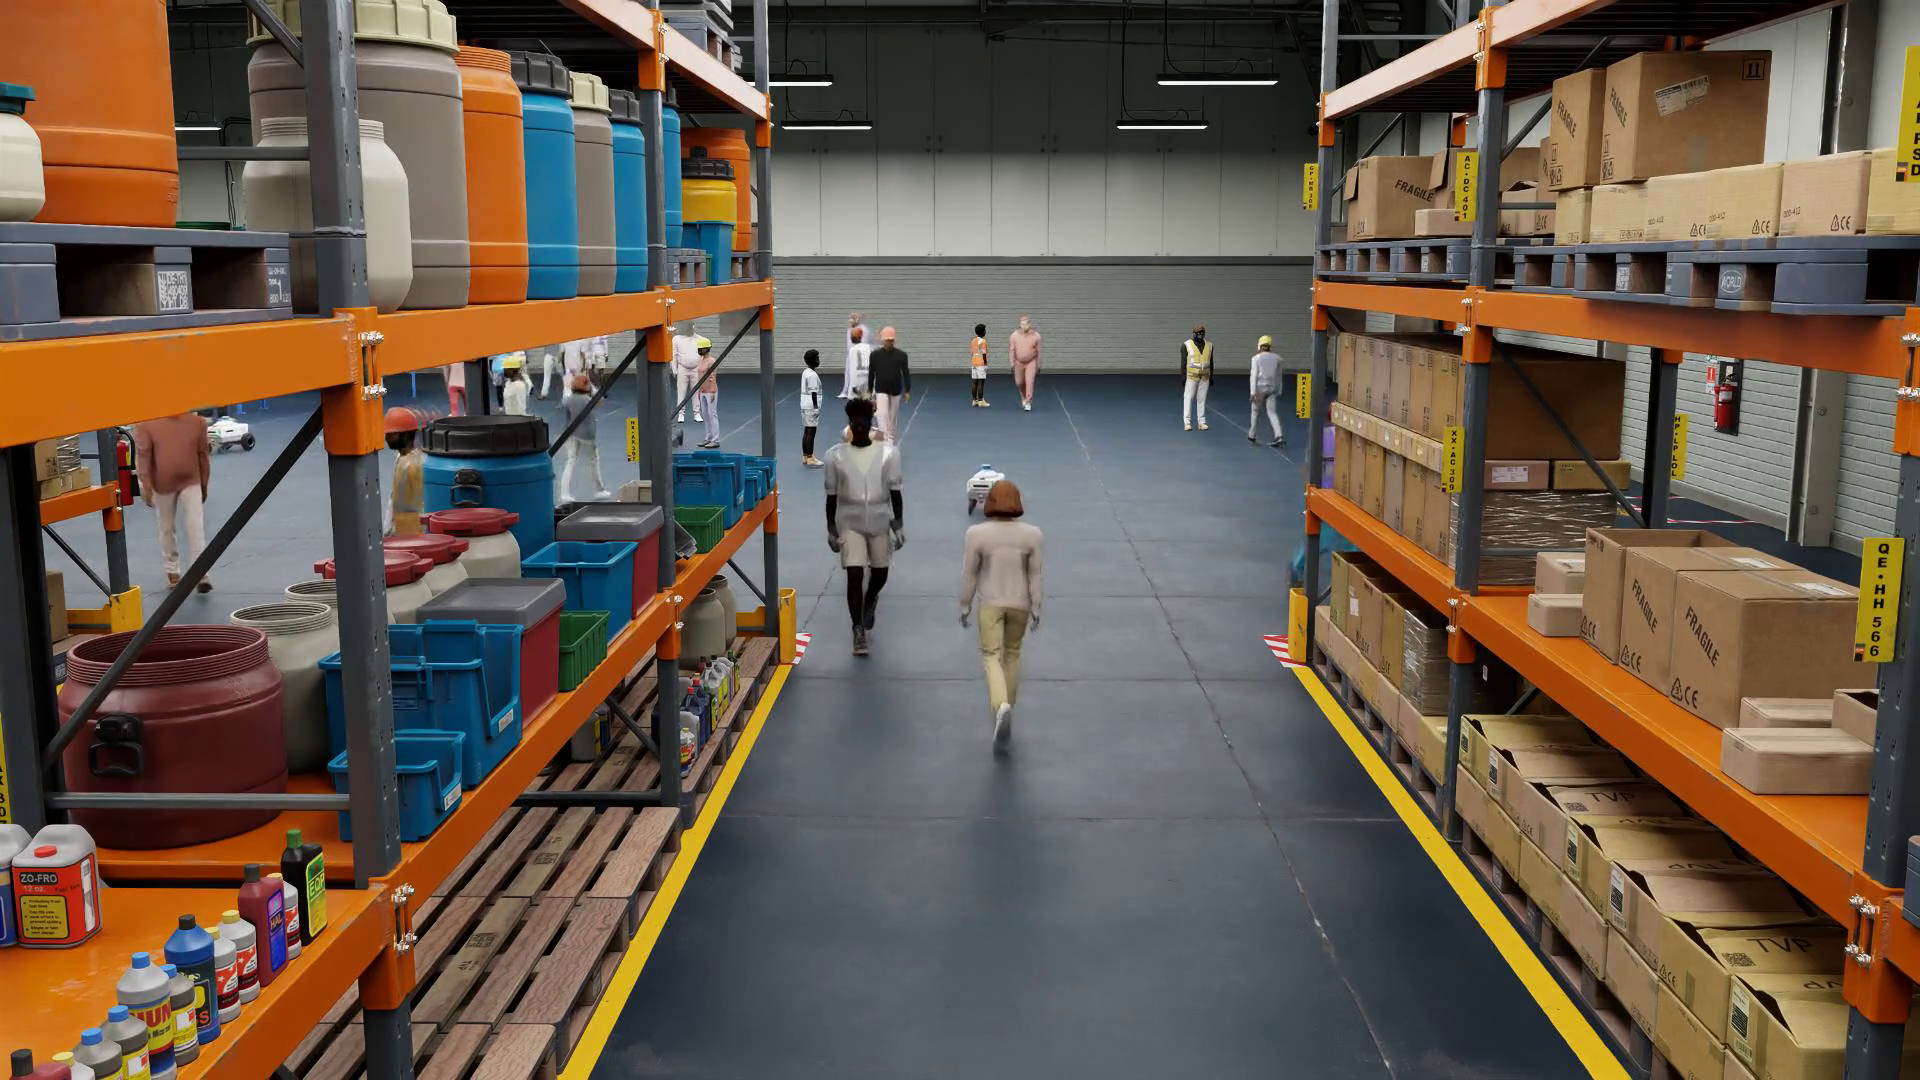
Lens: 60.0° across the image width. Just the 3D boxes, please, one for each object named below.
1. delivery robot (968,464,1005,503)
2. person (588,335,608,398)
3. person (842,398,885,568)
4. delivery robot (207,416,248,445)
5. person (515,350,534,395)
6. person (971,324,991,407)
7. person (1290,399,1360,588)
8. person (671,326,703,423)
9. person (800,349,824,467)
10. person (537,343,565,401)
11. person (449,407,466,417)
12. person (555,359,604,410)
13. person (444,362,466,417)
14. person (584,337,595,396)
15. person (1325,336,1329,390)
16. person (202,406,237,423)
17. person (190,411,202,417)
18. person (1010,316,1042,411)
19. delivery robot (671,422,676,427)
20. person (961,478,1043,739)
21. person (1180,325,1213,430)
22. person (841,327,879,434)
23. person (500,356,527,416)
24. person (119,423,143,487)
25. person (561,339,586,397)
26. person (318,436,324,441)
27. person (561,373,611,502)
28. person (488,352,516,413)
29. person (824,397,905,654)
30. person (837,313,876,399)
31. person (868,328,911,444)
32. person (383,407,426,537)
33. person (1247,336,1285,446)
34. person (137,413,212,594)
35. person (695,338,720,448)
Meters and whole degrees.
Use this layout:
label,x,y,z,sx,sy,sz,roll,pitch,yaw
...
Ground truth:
label,x,y,z,sx,sy,sz,roll,pitch,yaw
delivery robot,0.316,-0.661,19.895,0.477,0.478,0.707,2,10,12
person,-7.986,-4.084,36.432,0.558,1.935,0.384,-1,10,-7
person,-0.922,-0.548,16.130,0.521,1.640,0.306,7,11,34
delivery robot,-11.524,-1.699,26.110,0.477,0.478,0.707,3,10,15
person,-9.703,-3.965,36.667,0.674,1.615,0.521,8,13,41
person,0.413,-3.578,34.104,0.319,1.697,0.532,-5,11,-27
person,3.257,-0.361,14.495,0.570,1.821,0.758,-4,10,-24
person,-5.024,-3.139,30.850,0.641,1.908,0.407,-4,10,-20
person,-2.153,-1.922,24.185,0.316,1.695,0.541,-3,10,-18
person,-8.761,-3.978,35.951,0.632,1.894,1.003,3,10,20
person,-9.595,-3.165,31.821,0.504,1.631,0.279,0,9,1
person,-7.749,-3.618,33.726,0.865,1.925,0.612,-7,12,-37
person,-8.406,-2.566,27.991,0.532,1.714,0.933,-1,10,-7
person,-7.883,-3.733,34.452,0.578,1.889,0.742,-4,10,-22
person,8.369,-4.367,38.525,0.378,1.810,0.631,1,10,5
person,-13.721,-3.166,30.734,0.855,2.000,0.535,5,11,26
person,-9.823,-1.484,21.089,0.512,1.865,0.335,4,10,24
person,1.335,-3.563,33.452,0.642,1.879,0.731,2,10,10
delivery robot,-4.761,-1.952,26.848,0.335,0.223,0.698,0,10,-2
person,0.275,0.425,10.387,0.510,1.607,0.703,-1,10,-9
person,4.206,-2.870,29.430,0.622,1.845,0.429,-3,10,-16
person,-1.659,-2.726,28.549,0.817,1.856,0.582,7,12,35
person,-5.828,-1.573,22.007,0.883,1.728,0.532,-8,12,-40
person,-11.026,-1.567,21.942,0.486,1.737,0.344,1,10,5
person,-7.466,-3.304,32.157,0.507,1.813,1.016,-1,10,-5
person,-9.903,-2.459,26.890,1.013,1.863,0.605,-3,10,-18
person,-4.688,-1.269,20.598,0.512,1.589,0.841,4,10,24
person,-8.990,-3.331,32.657,0.543,1.684,0.395,-3,10,-19
person,-0.748,-0.146,12.799,0.611,1.944,0.784,-2,10,-11
person,-2.240,-4.026,36.317,1.018,1.861,0.652,-9,13,-44
person,-1.081,-2.286,25.615,0.649,1.939,1.005,-1,10,-7
person,-4.136,-0.068,12.577,1.027,1.883,0.550,-4,10,-22
person,4.968,-2.415,26.928,0.647,1.780,0.904,-3,10,-18
person,-7.004,-0.491,14.881,0.611,1.939,1.038,-6,11,-33
person,-4.063,-2.361,26.638,0.336,1.757,0.517,-7,12,-37
